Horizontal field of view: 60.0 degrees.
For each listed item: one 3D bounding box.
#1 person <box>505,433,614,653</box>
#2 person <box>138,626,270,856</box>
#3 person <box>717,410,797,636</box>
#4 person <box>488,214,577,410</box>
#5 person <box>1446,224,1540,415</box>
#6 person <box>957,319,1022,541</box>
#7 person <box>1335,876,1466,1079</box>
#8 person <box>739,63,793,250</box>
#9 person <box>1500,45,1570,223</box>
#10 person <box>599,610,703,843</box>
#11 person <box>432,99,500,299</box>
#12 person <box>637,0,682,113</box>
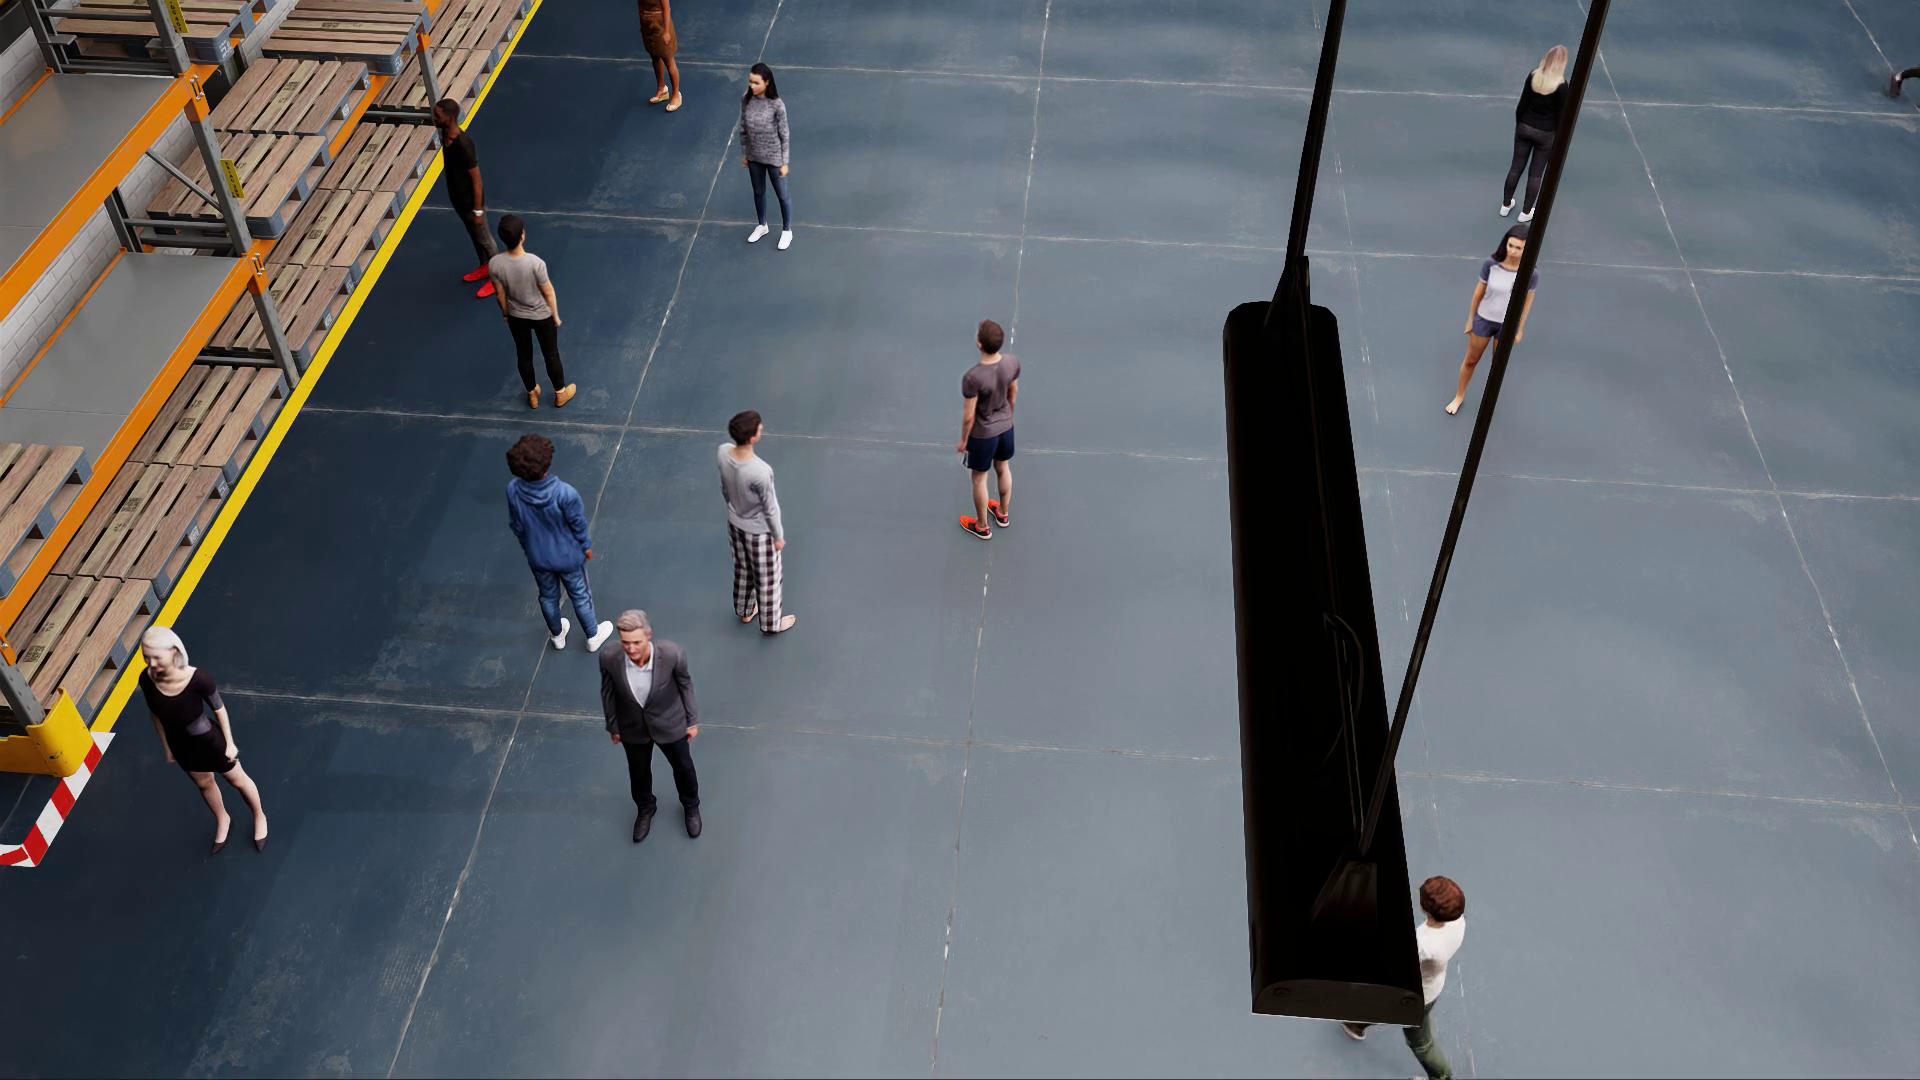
[{"bbox_3d":[-2.679,0.042,10.981,0.678,1.811,0.574,6,44,7],"label":"person"},{"bbox_3d":[-4.462,1.182,9.771,0.601,1.830,0.535,-1,44,-1],"label":"person"},{"bbox_3d":[-1.387,-0.110,11.114,0.711,1.847,0.735,31,52,28],"label":"person"},{"bbox_3d":[-3.360,-1.773,12.951,0.606,1.722,0.514,2,44,2],"label":"person"},{"bbox_3d":[4.146,-1.682,12.847,0.642,1.734,0.600,16,46,16],"label":"person"},{"bbox_3d":[0.212,-0.783,11.816,0.717,1.854,0.771,-29,51,-27],"label":"person"},{"bbox_3d":[2.440,2.384,8.662,1.058,1.618,1.125,30,51,28],"label":"person"},{"bbox_3d":[-1.700,-3.393,14.643,0.667,1.733,0.623,16,46,16],"label":"person"},{"bbox_3d":[5.175,-3.647,14.943,0.689,1.687,0.722,32,52,29],"label":"person"},{"bbox_3d":[-1.828,1.079,9.870,0.751,1.842,0.660,-4,44,-4],"label":"person"},{"bbox_3d":[-4.163,-2.914,14.088,0.774,1.805,0.692,-26,50,-25],"label":"person"},{"bbox_3d":[-2.988,-5.051,16.416,0.649,1.688,0.684,32,52,29],"label":"person"}]
